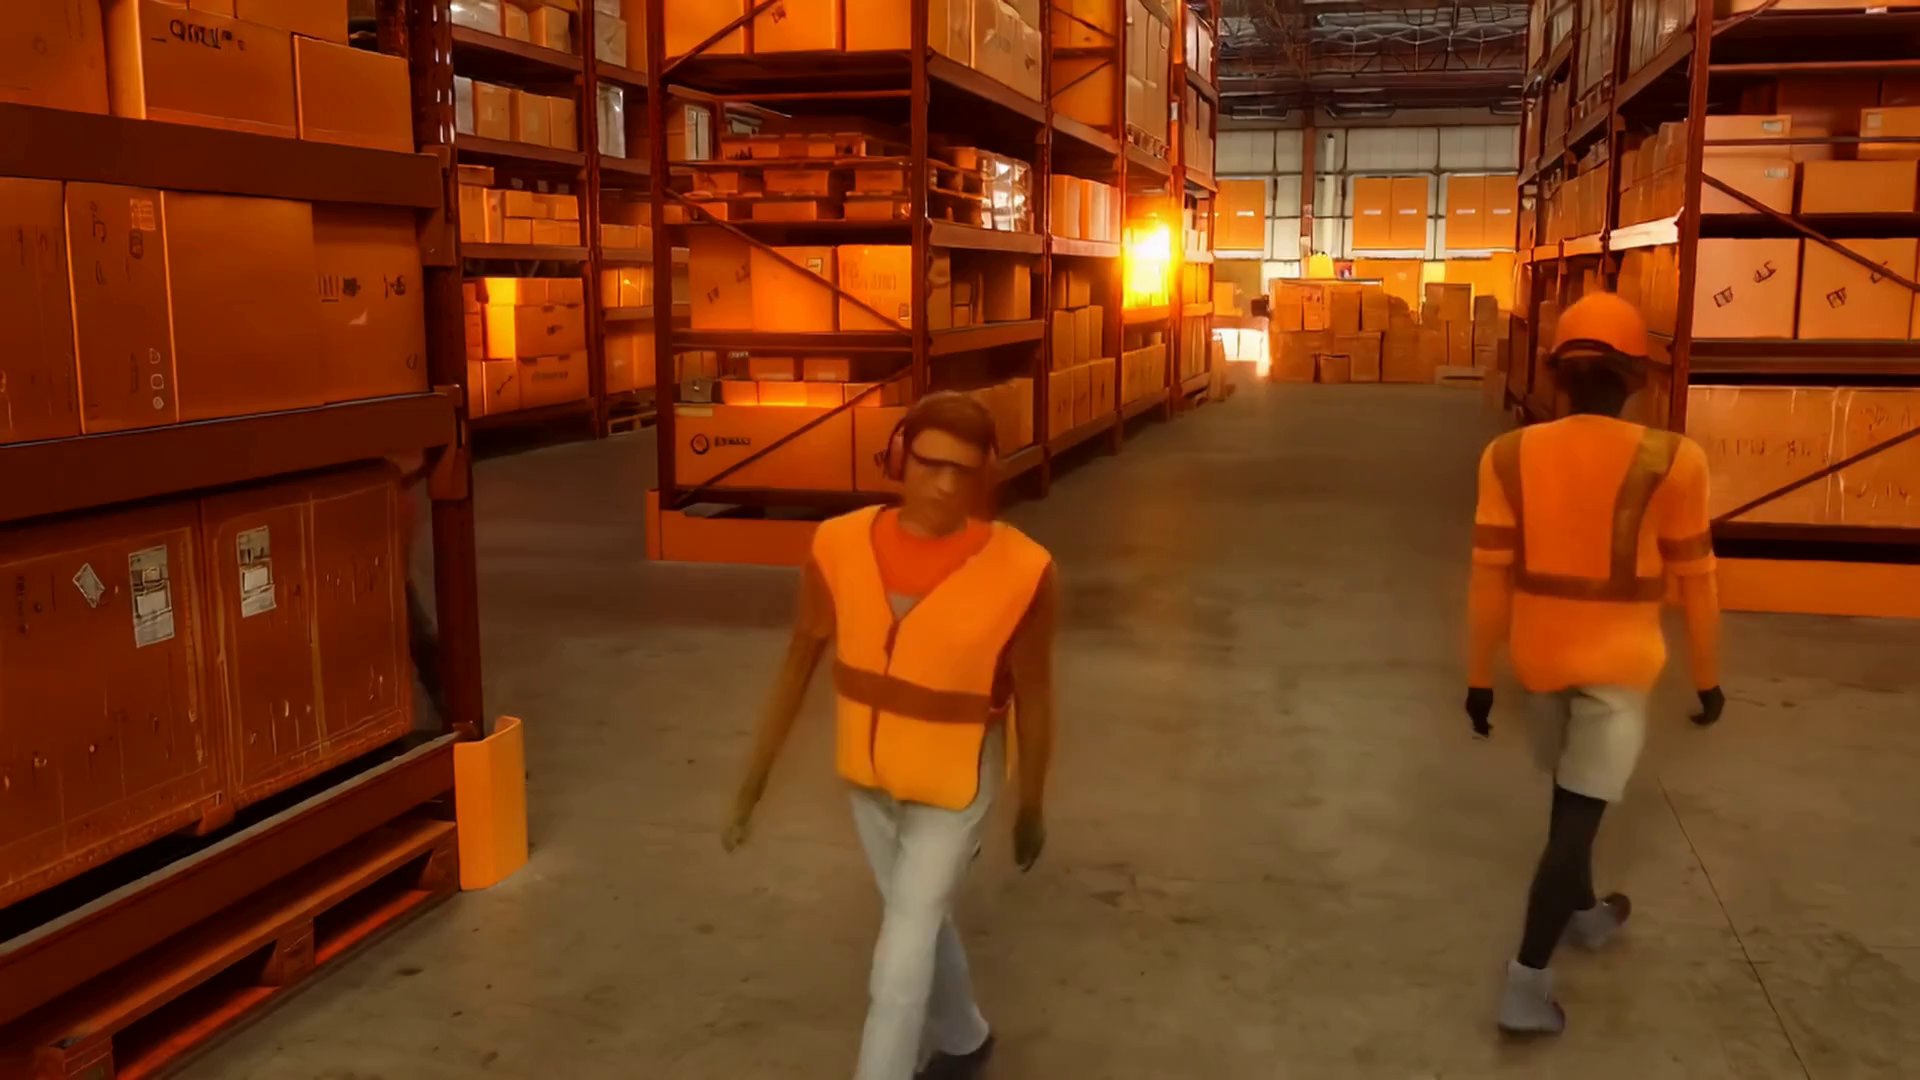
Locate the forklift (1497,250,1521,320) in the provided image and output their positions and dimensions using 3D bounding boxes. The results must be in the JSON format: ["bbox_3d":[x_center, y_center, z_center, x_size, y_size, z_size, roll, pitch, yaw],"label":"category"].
[{"bbox_3d":[16.072,-6.977,48.097,1.129,2.768,1.873,1,9,9],"label":"forklift"}]

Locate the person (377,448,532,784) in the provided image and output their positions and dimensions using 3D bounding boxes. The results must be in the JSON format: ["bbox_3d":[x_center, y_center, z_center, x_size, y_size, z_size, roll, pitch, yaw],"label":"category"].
[{"bbox_3d":[-2.244,0.097,6.422,0.984,1.862,0.645,2,9,10],"label":"person"}]

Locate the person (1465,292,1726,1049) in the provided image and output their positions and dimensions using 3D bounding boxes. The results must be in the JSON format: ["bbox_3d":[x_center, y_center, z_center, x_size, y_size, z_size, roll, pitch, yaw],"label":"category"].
[{"bbox_3d":[1.713,0.328,4.559,1.073,1.993,0.611,-9,12,-43],"label":"person"}]

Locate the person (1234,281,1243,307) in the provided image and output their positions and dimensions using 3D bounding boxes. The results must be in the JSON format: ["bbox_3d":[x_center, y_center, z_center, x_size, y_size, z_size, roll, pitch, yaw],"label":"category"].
[{"bbox_3d":[9.464,-7.980,57.526,0.648,1.911,0.666,6,11,33],"label":"person"}]

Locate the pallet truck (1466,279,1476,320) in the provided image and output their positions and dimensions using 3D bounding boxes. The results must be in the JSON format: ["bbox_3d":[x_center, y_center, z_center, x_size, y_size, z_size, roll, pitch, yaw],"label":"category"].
[{"bbox_3d":[18.896,-8.459,60.307,1.885,1.965,0.823,5,10,31],"label":"pallet truck"}]

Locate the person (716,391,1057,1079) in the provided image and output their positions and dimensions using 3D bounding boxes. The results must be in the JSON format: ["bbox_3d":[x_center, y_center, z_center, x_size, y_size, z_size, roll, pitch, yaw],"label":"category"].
[{"bbox_3d":[-0.113,0.557,3.713,0.664,1.788,0.976,5,10,28],"label":"person"}]
